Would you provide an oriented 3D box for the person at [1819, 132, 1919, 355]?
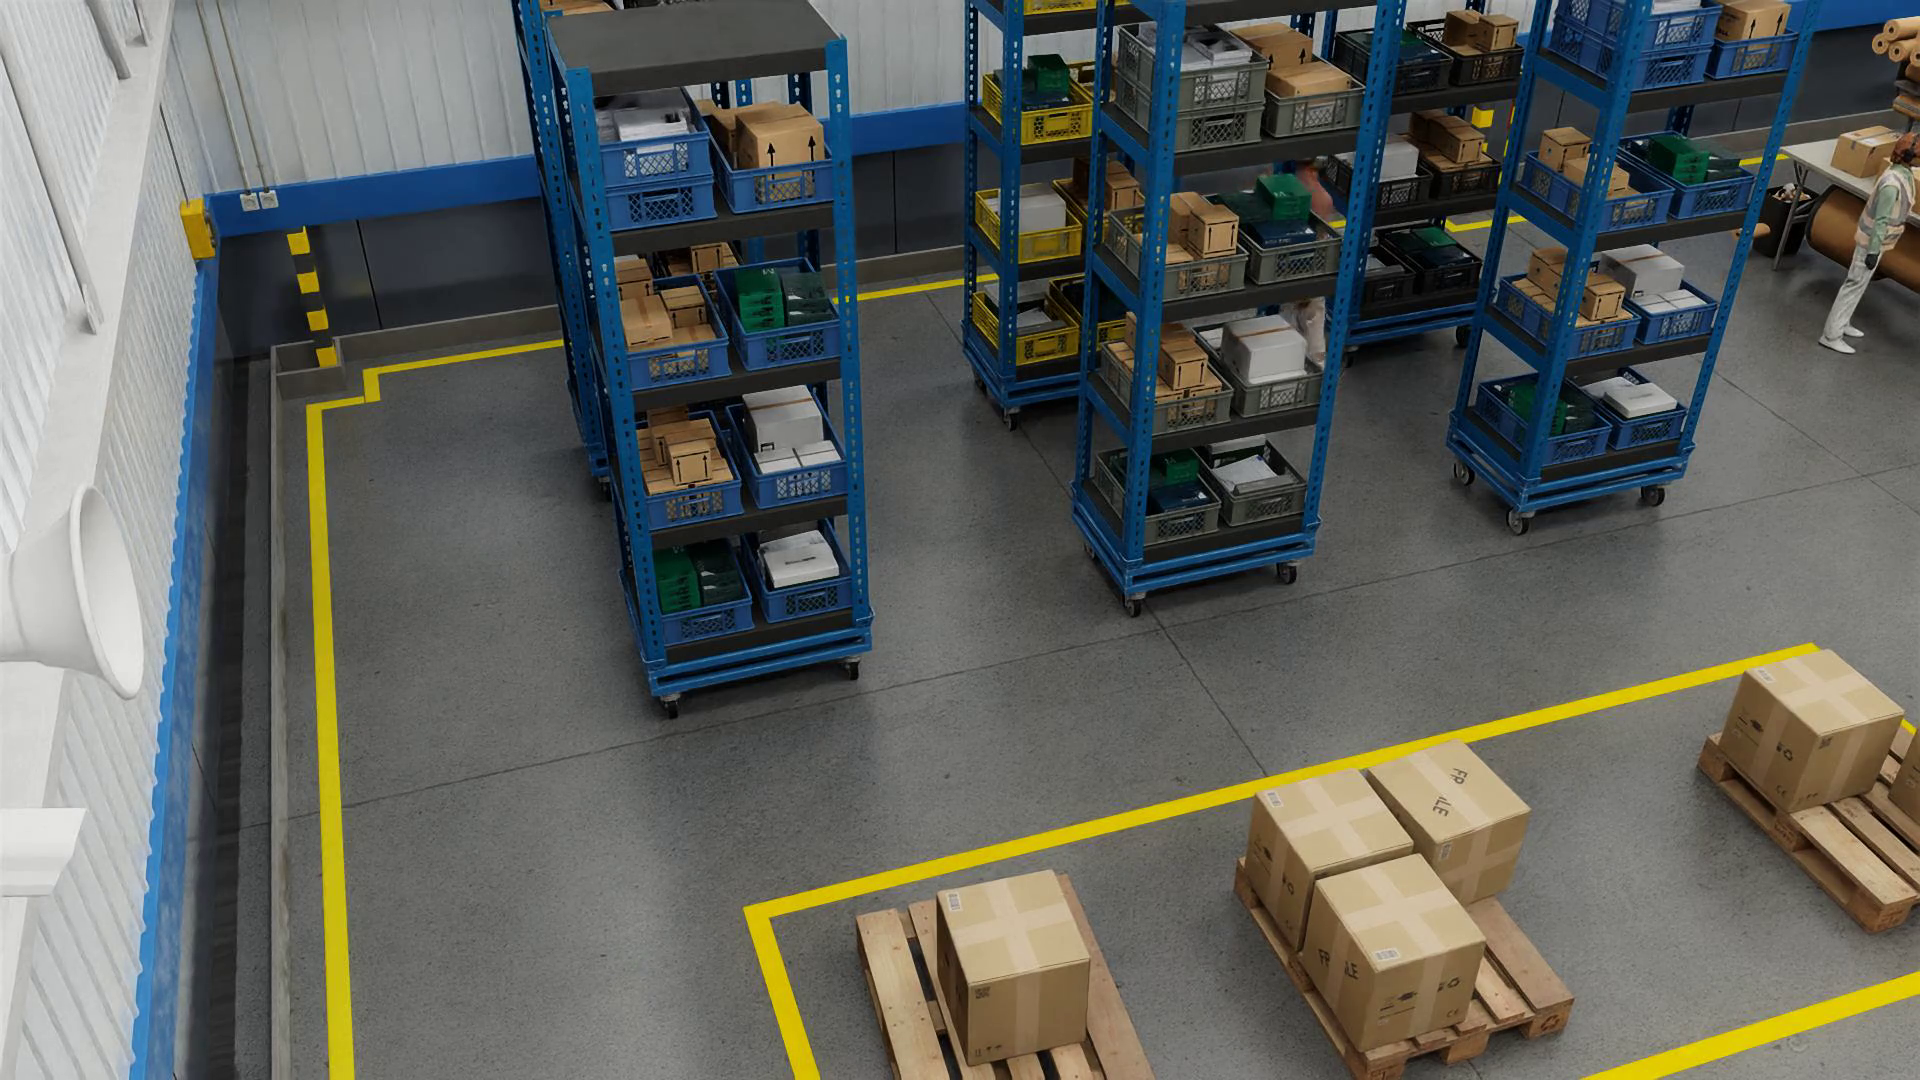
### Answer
[{"bbox_3d":[6.537,-2.122,11.866,0.312,1.632,0.514,22,41,28],"label":"person"}]

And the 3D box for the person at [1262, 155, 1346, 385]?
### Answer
[{"bbox_3d":[2.293,-1.889,11.254,0.896,1.957,0.615,-20,40,-26],"label":"person"}]
